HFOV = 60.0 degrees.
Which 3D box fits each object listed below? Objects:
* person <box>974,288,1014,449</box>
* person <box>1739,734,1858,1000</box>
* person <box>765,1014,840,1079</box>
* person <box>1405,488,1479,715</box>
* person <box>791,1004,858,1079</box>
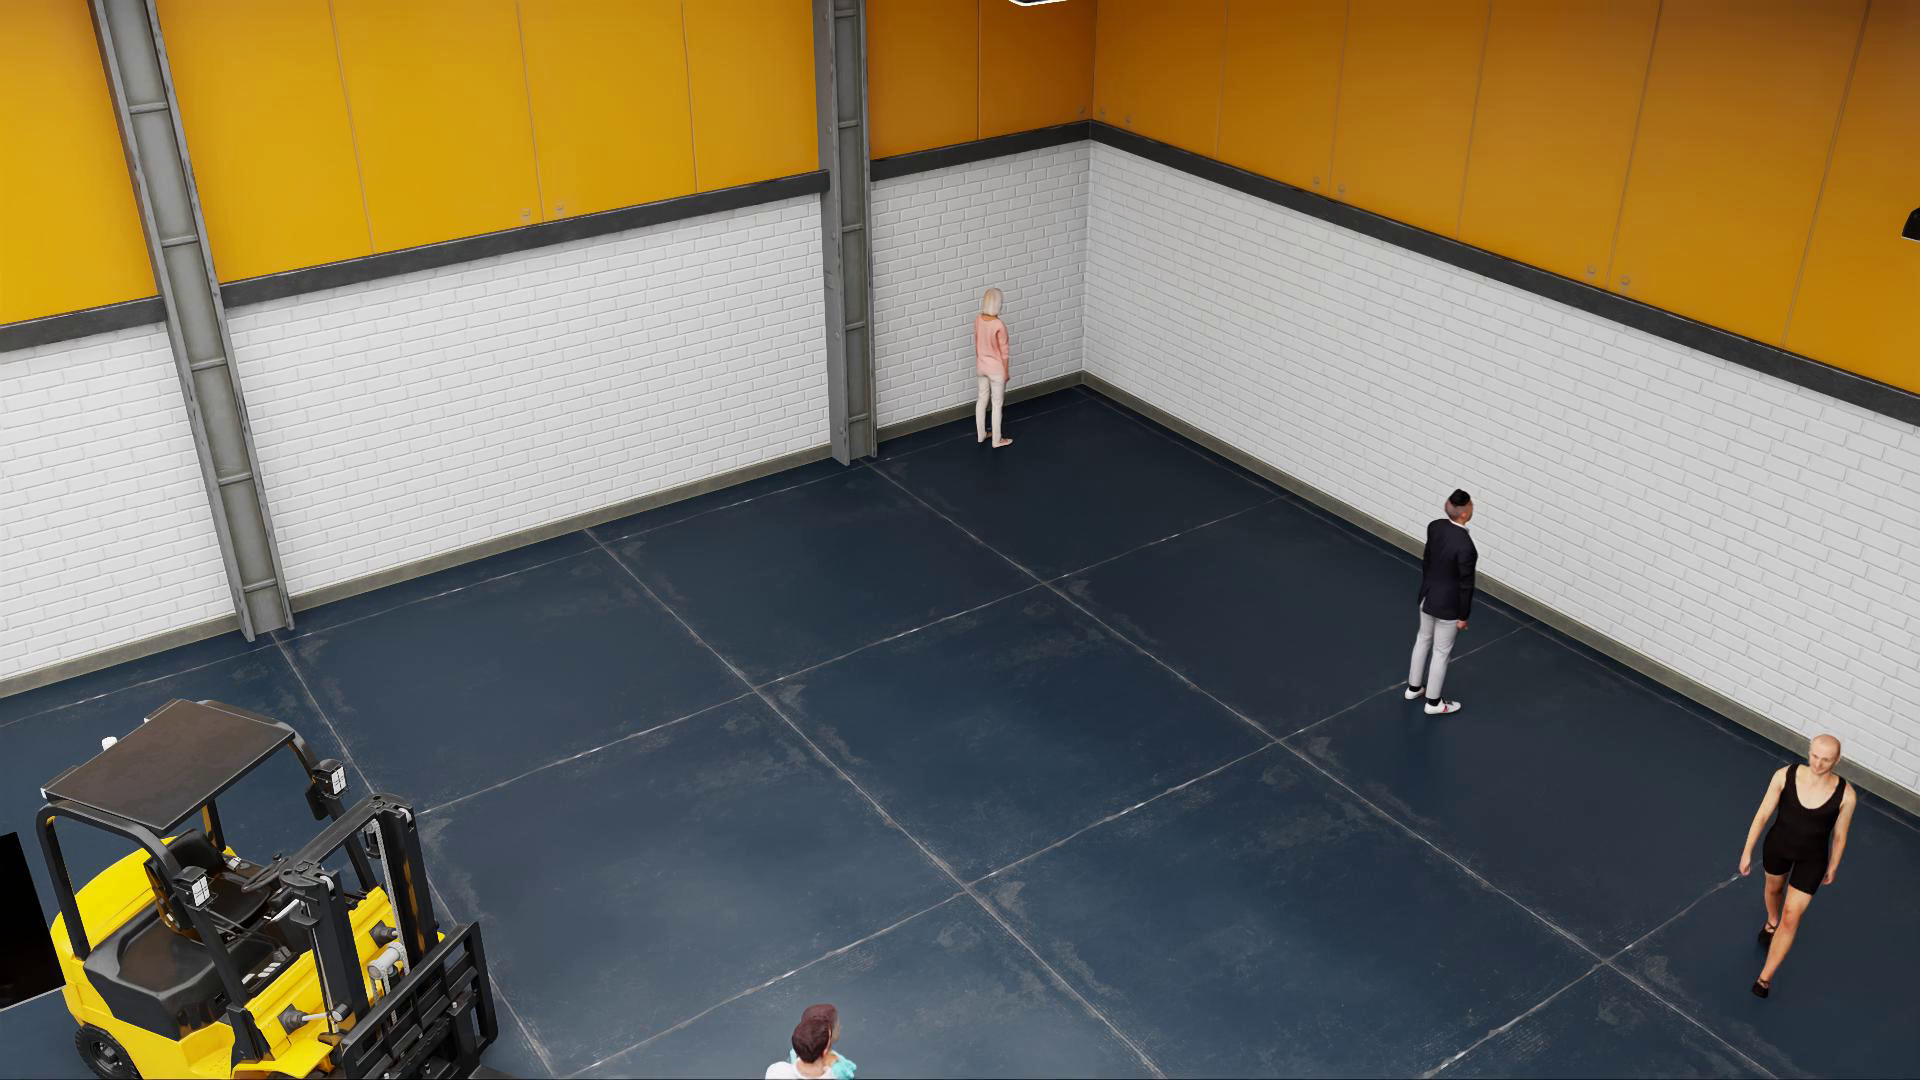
[{"bbox_3d":[0.326,-1.809,17.380,0.635,1.724,0.574,25,38,38],"label":"person"},{"bbox_3d":[5.271,1.941,10.467,0.911,1.762,1.226,20,34,32],"label":"person"},{"bbox_3d":[-0.711,3.093,8.262,0.731,1.851,0.742,10,30,18],"label":"person"},{"bbox_3d":[3.777,0.448,13.009,0.681,1.948,0.752,-11,30,-19],"label":"person"},{"bbox_3d":[-0.699,3.035,8.673,0.617,1.557,0.625,17,33,29],"label":"person"}]
